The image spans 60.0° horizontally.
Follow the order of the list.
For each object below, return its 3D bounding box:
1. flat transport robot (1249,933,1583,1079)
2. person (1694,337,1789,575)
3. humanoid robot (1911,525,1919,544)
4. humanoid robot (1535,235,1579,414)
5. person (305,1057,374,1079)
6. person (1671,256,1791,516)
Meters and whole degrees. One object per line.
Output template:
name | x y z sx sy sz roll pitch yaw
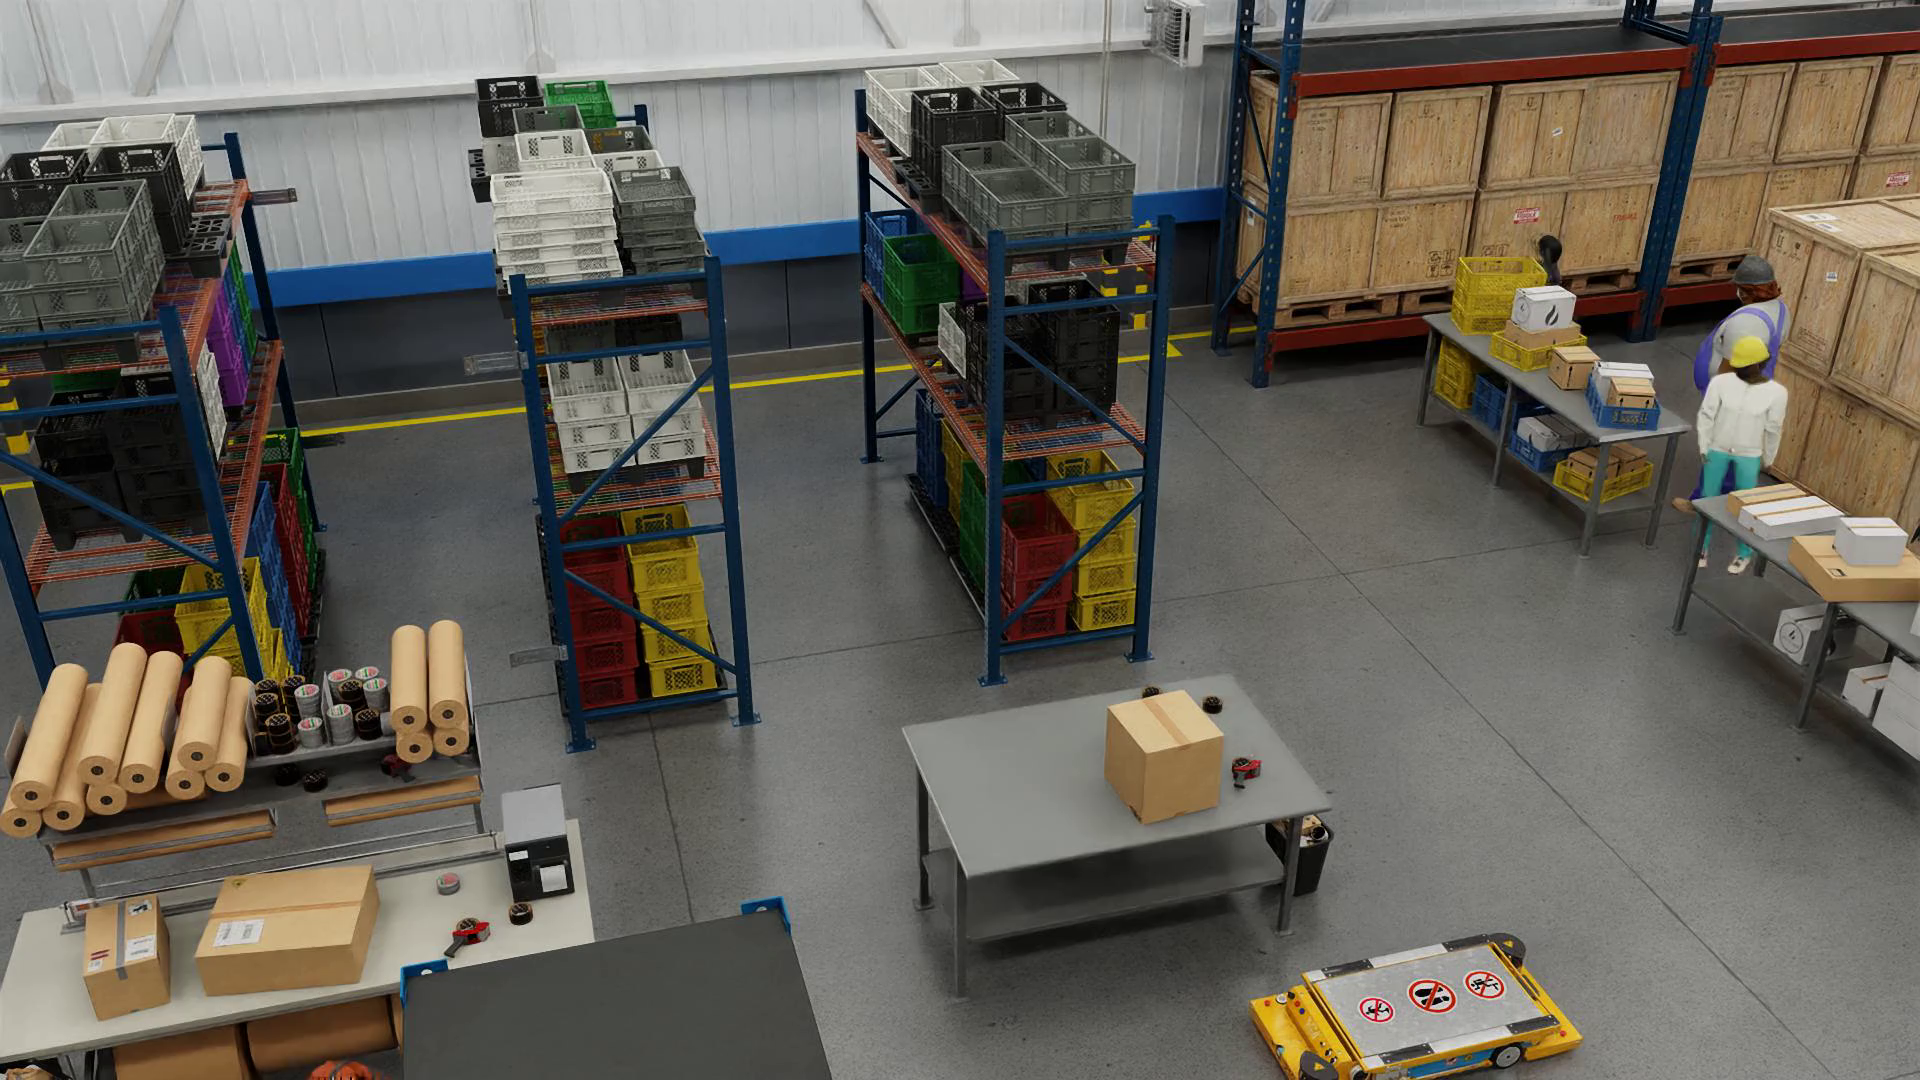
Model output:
flat transport robot | 2.184 2.282 7.980 1.431 0.197 0.652 -8 30 -14
person | 5.435 -0.589 11.710 0.549 1.730 0.447 16 32 26
humanoid robot | 6.483 -0.034 10.749 0.318 1.656 0.612 -11 31 -20
humanoid robot | 4.840 -1.836 14.093 0.784 1.622 0.681 14 32 24
person | -1.968 2.556 5.861 0.782 1.859 0.589 9 30 16
person | 5.739 -1.155 12.425 0.676 2.000 0.536 -21 35 -33
